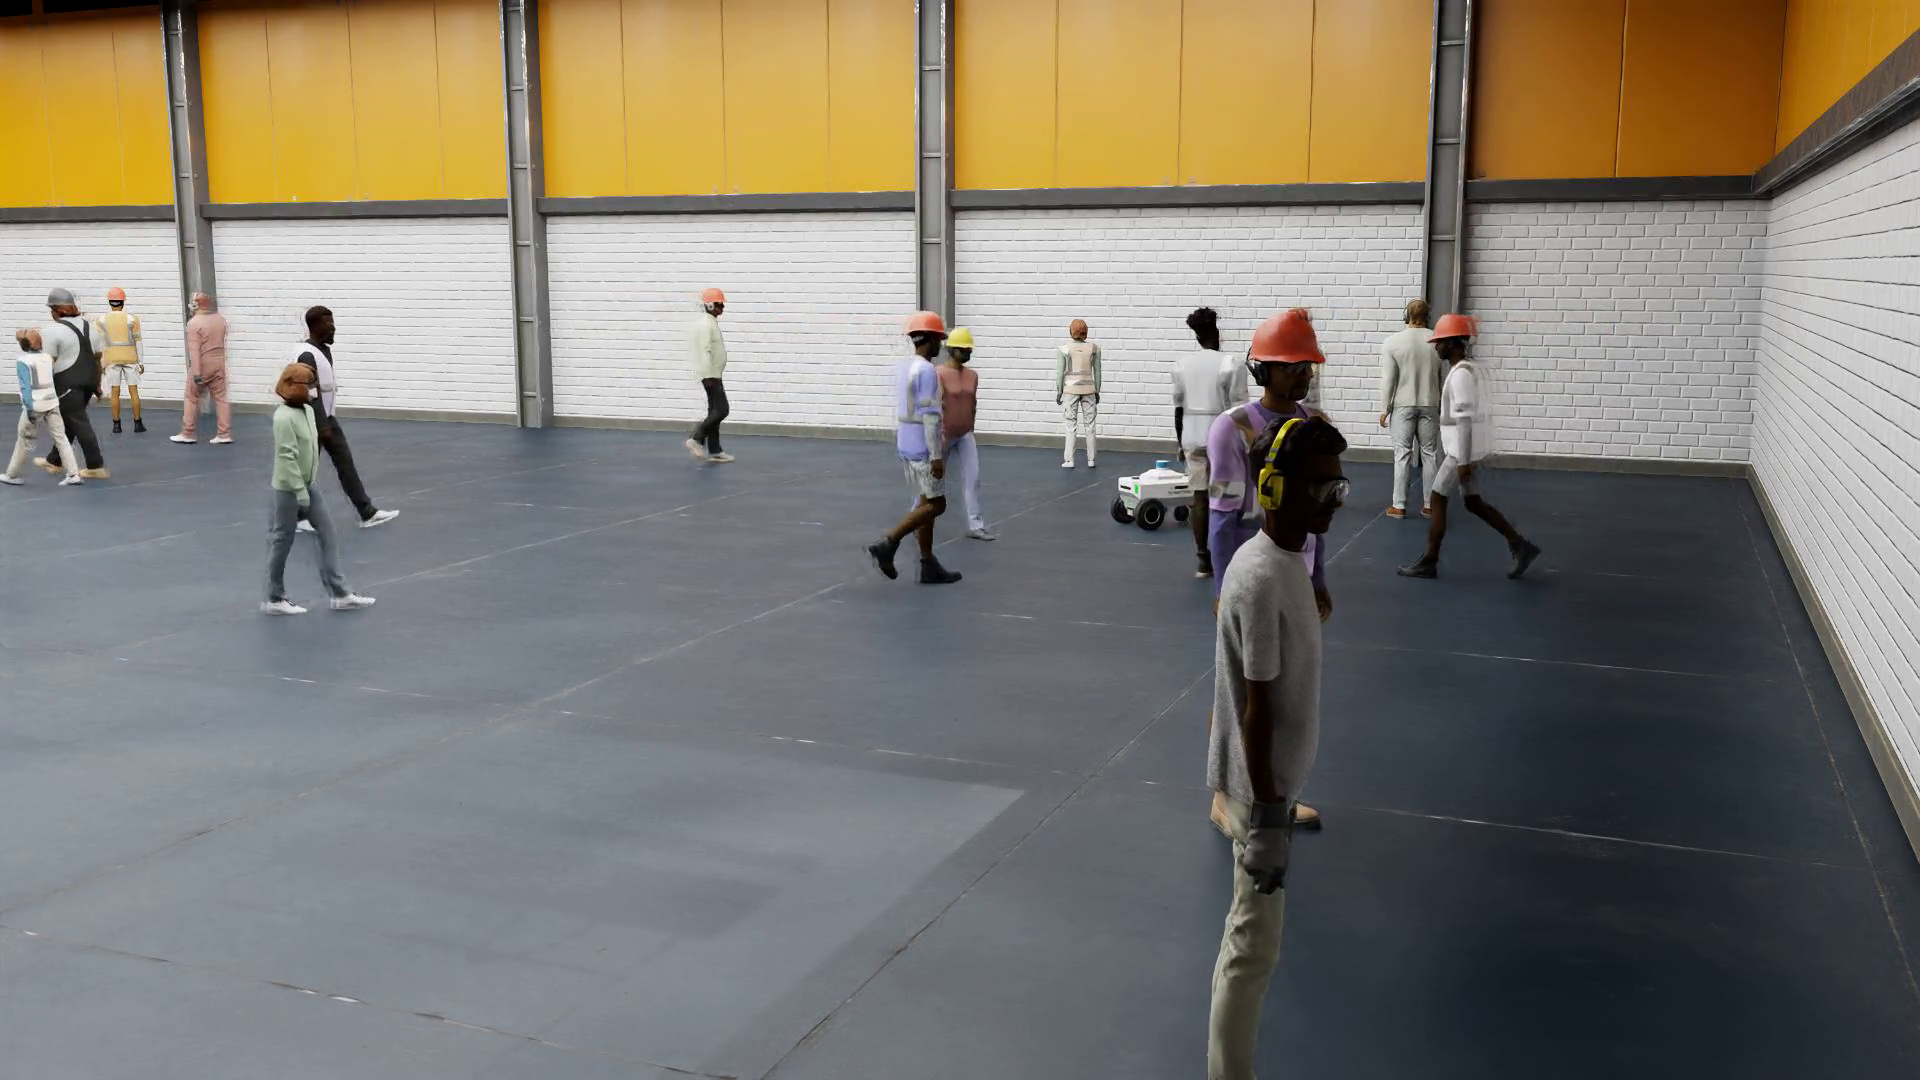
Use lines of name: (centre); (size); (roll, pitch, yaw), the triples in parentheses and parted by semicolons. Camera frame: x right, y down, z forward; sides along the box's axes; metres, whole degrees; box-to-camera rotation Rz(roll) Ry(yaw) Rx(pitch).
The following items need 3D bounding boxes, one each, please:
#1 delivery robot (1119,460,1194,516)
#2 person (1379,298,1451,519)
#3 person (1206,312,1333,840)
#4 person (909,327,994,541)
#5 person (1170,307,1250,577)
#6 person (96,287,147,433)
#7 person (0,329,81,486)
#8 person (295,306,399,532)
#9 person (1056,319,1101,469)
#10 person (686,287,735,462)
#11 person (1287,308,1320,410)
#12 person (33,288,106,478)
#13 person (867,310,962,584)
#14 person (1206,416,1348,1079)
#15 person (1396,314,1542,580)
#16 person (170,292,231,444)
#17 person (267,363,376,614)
delivery robot: (1.720, -0.435, 14.187); (0.707, 0.478, 0.477); (-4, 10, -23)
person: (3.987, -1.144, 14.598); (0.629, 1.934, 0.377); (0, 9, 0)
person: (1.227, 0.143, 6.465); (0.609, 2.044, 0.393); (-6, 11, -33)
person: (-0.098, -0.876, 13.591); (0.526, 1.732, 0.844); (-7, 12, -38)
person: (1.793, -0.697, 11.900); (0.660, 1.935, 0.414); (7, 11, 35)
person: (-11.144, -2.385, 22.108); (0.545, 1.939, 0.354); (-4, 10, -21)
person: (-9.305, -1.326, 16.757); (0.885, 1.590, 0.528); (2, 10, 12)
person: (-5.192, -0.990, 13.803); (0.952, 1.877, 0.616); (0, 9, -1)
person: (1.298, -1.594, 18.211); (0.515, 1.641, 0.314); (-1, 9, -9)
person: (-2.783, -1.856, 18.751); (0.442, 1.983, 0.638); (0, 9, -1)
person: (3.019, -1.163, 15.017); (0.984, 1.832, 0.598); (-2, 10, -13)
person: (-9.418, -1.670, 17.459); (1.002, 2.000, 0.697); (2, 10, 11)
person: (-0.309, -0.629, 11.536); (0.569, 1.915, 0.579); (-2, 10, -13)
person: (0.772, 0.626, 4.088); (0.323, 1.863, 0.518); (2, 10, 13)
person: (3.620, -0.637, 11.690); (0.915, 1.894, 0.585); (4, 10, 21)
person: (-9.493, -2.130, 20.726); (0.803, 1.880, 0.650); (3, 10, 19)
person: (-4.096, -0.312, 10.526); (0.752, 1.600, 0.524); (0, 9, 3)
